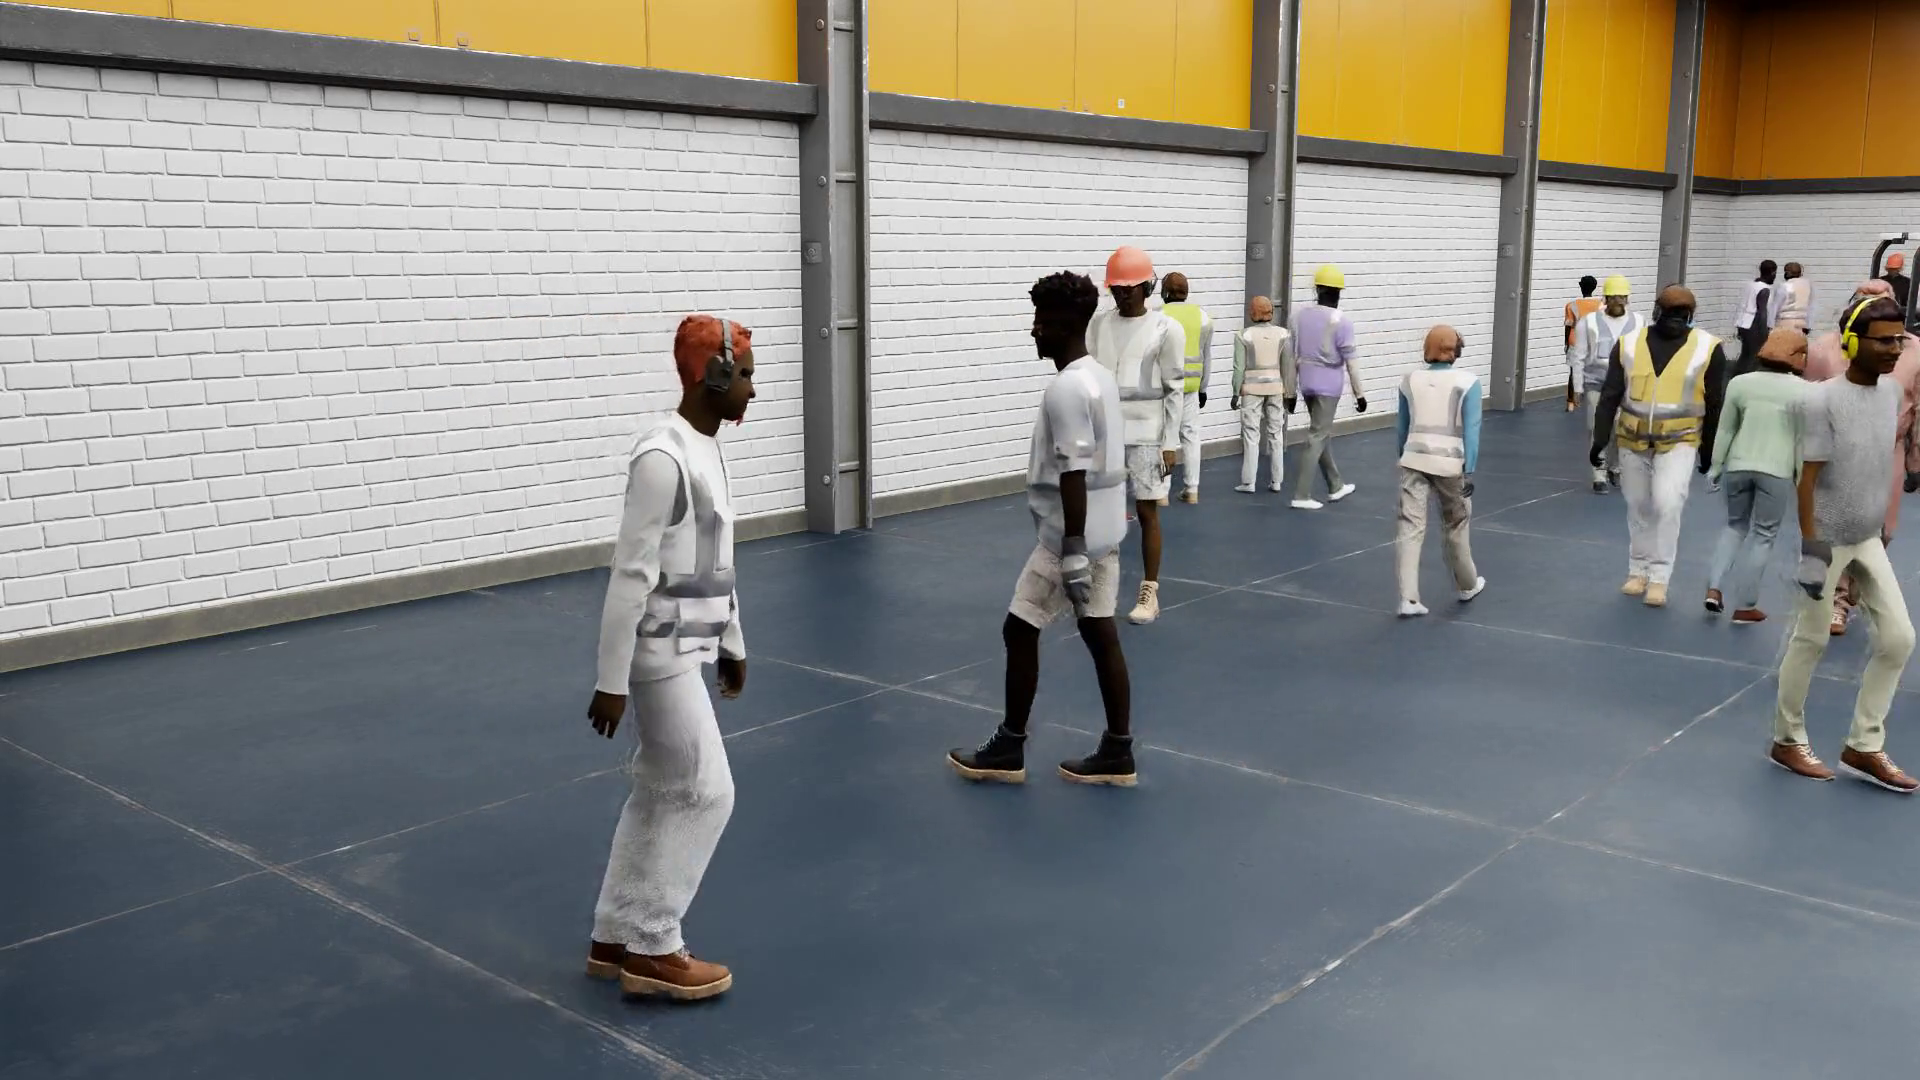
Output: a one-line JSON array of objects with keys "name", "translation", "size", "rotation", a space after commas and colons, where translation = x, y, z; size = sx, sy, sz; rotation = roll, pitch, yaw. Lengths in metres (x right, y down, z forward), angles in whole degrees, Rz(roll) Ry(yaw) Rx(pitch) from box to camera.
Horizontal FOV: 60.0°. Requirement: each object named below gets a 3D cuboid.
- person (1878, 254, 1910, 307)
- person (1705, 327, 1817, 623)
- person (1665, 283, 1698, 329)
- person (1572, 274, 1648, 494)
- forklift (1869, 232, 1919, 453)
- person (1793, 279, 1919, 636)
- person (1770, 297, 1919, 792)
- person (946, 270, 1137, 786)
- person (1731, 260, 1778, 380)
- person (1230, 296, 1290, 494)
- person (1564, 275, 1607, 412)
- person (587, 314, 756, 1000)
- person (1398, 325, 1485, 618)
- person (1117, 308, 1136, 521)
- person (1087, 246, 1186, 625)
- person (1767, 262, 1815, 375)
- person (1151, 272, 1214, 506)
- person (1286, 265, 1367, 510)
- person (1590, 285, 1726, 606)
[{"name": "person", "translation": [13.830, -3.276, 24.775], "size": [0.600, 1.920, 1.032], "rotation": [8, 13, 40]}, {"name": "person", "translation": [4.340, -0.343, 8.988], "size": [0.384, 1.604, 0.516], "rotation": [-8, 13, -39]}, {"name": "person", "translation": [6.701, -1.547, 15.634], "size": [0.348, 1.704, 0.552], "rotation": [-2, 10, -11]}, {"name": "person", "translation": [5.339, -1.273, 13.679], "size": [0.604, 1.815, 0.431], "rotation": [2, 10, 13]}, {"name": "forklift", "translation": [9.955, -1.972, 16.595], "size": [2.313, 2.155, 1.214], "rotation": [1, 10, 8]}, {"name": "person", "translation": [4.807, -0.456, 8.894], "size": [0.653, 1.874, 0.707], "rotation": [4, 11, 21]}, {"name": "person", "translation": [3.364, 0.029, 6.185], "size": [0.573, 1.842, 0.695], "rotation": [-4, 11, -21]}, {"name": "person", "translation": [0.304, -0.030, 6.251], "size": [0.840, 1.936, 0.642], "rotation": [3, 11, 19]}, {"name": "person", "translation": [10.630, -2.814, 22.318], "size": [0.412, 1.870, 0.749], "rotation": [1, 10, 8]}, {"name": "person", "translation": [2.487, -1.195, 13.756], "size": [0.513, 1.637, 0.313], "rotation": [-2, 10, -12]}, {"name": "person", "translation": [7.723, -2.414, 20.546], "size": [0.532, 1.694, 0.320], "rotation": [3, 10, 15]}, {"name": "person", "translation": [-0.807, 0.318, 4.529], "size": [0.538, 1.847, 0.596], "rotation": [0, 10, 0]}, {"name": "person", "translation": [2.685, -0.391, 9.261], "size": [0.527, 1.594, 0.827], "rotation": [8, 13, 39]}, {"name": "person", "translation": [1.163, -0.926, 12.229], "size": [0.375, 1.620, 0.543], "rotation": [-3, 10, -18]}, {"name": "person", "translation": [0.904, -0.557, 8.999], "size": [0.605, 2.034, 0.390], "rotation": [7, 12, 34]}, {"name": "person", "translation": [11.983, -3.116, 24.172], "size": [0.639, 1.820, 0.646], "rotation": [-4, 11, -22]}, {"name": "person", "translation": [1.683, -1.190, 13.150], "size": [0.633, 1.841, 0.429], "rotation": [-4, 11, -23]}, {"name": "person", "translation": [2.884, -1.187, 13.011], "size": [0.873, 1.885, 0.603], "rotation": [-7, 12, -33]}, {"name": "person", "translation": [3.957, -0.538, 9.513], "size": [0.645, 1.808, 0.738], "rotation": [8, 12, 37]}]
